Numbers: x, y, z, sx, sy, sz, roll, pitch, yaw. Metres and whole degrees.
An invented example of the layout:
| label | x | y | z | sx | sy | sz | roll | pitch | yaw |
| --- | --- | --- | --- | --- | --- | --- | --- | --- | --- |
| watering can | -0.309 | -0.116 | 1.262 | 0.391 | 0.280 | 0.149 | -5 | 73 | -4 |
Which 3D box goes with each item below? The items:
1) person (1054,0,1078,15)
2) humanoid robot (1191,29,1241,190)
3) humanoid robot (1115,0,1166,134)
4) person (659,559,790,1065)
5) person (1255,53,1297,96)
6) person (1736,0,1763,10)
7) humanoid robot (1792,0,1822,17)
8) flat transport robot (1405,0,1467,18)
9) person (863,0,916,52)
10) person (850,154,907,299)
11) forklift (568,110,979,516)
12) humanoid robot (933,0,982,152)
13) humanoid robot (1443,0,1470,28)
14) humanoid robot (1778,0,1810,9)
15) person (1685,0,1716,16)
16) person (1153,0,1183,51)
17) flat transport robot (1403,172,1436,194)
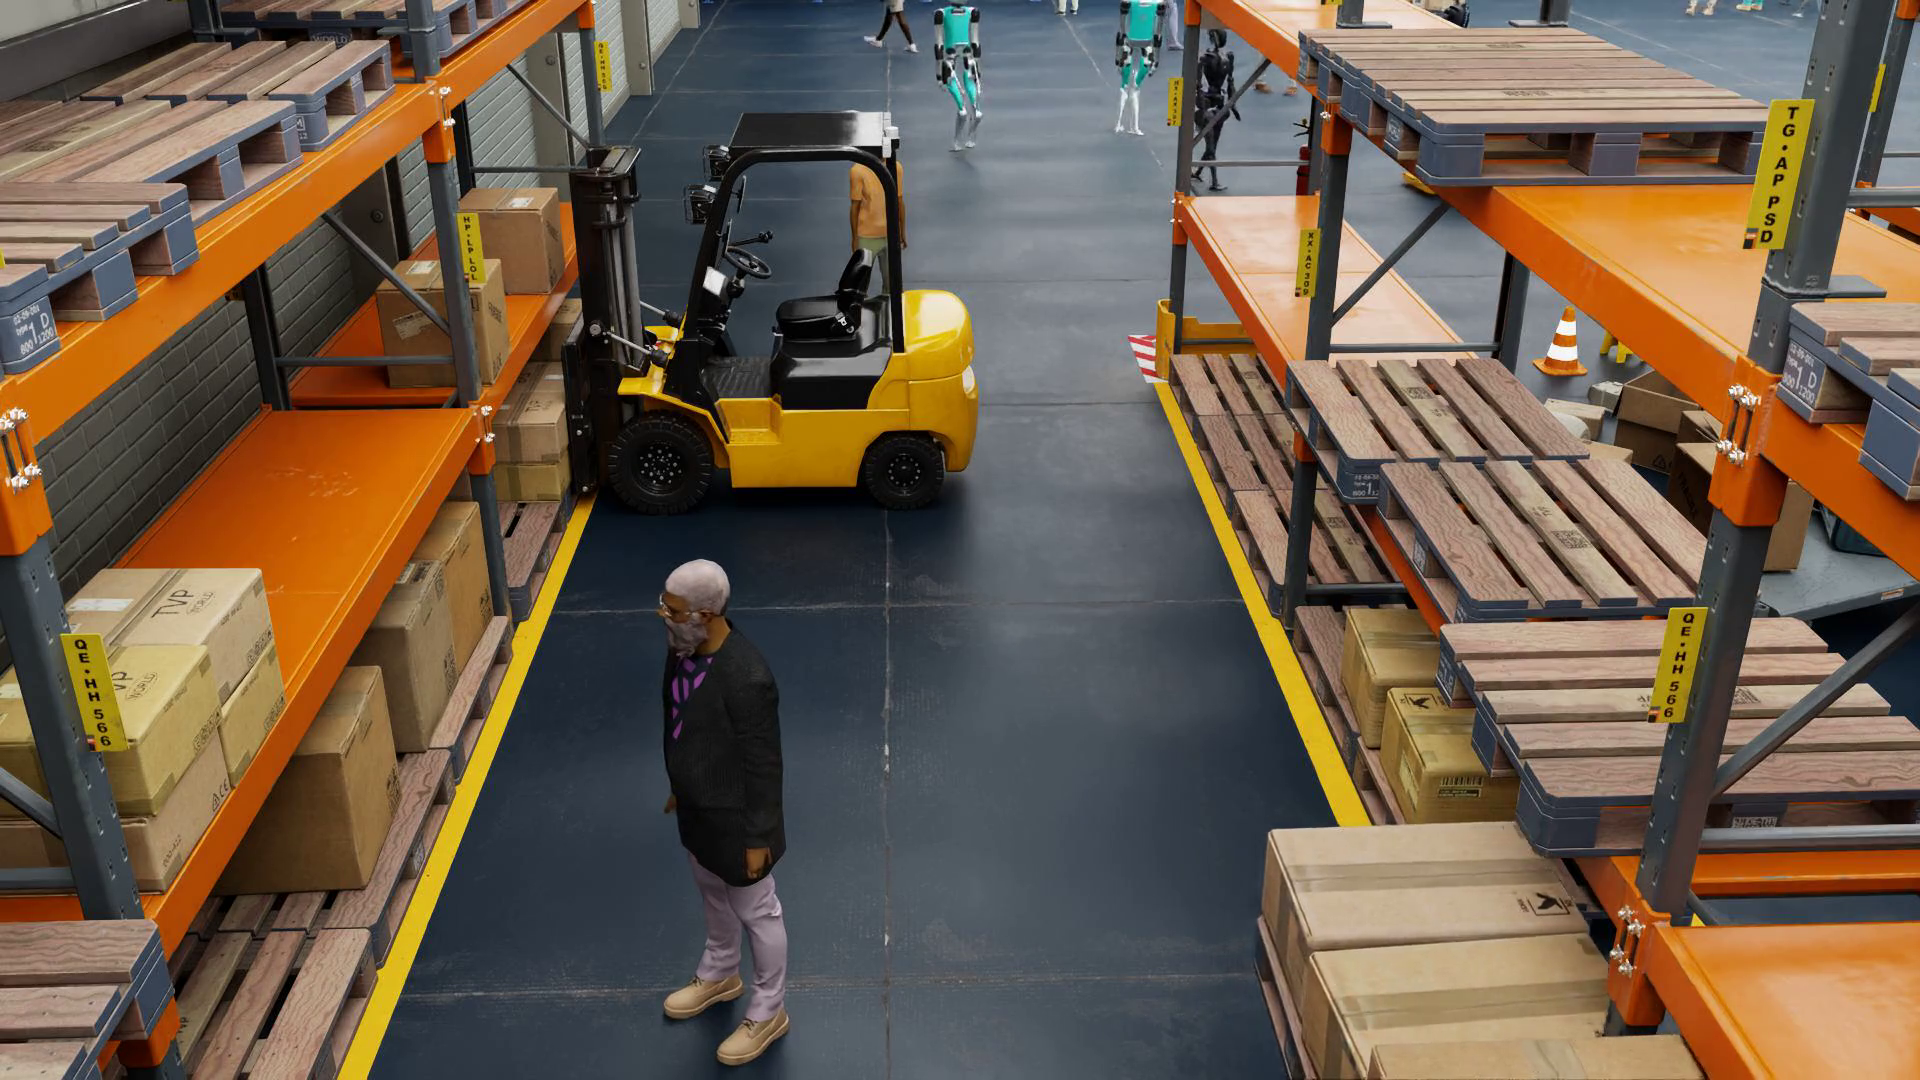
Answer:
| label | x | y | z | sx | sy | sz | roll | pitch | yaw |
| --- | --- | --- | --- | --- | --- | --- | --- | --- | --- |
| person | 1.859 | -9.974 | 28.685 | 0.561 | 1.752 | 0.322 | -12 | 28 | -24 |
| humanoid robot | 2.634 | -4.456 | 17.129 | 0.601 | 1.644 | 0.691 | -19 | 31 | -35 |
| humanoid robot | 2.076 | -5.655 | 19.567 | 0.555 | 1.780 | 0.775 | 0 | 25 | -1 |
| person | -0.782 | 0.894 | 5.553 | 0.412 | 1.856 | 0.532 | -20 | 32 | -35 |
| person | 4.201 | -6.838 | 21.878 | 0.695 | 1.917 | 0.407 | 6 | 26 | 12 |
| person | 14.034 | -10.289 | 29.174 | 0.488 | 1.911 | 0.372 | -5 | 26 | -11 |
| humanoid robot | 14.537 | -9.679 | 28.181 | 0.548 | 1.859 | 0.855 | -8 | 26 | -17 |
| flat transport robot | 7.446 | -8.391 | 27.073 | 0.659 | 0.231 | 1.431 | 16 | 30 | 31 |
| person | -1.036 | -8.324 | 25.101 | 0.990 | 1.829 | 0.607 | 15 | 29 | 29 |
| person | -0.598 | -2.254 | 12.392 | 0.438 | 1.710 | 0.390 | -12 | 28 | -23 |
| forklift | -1.043 | -1.379 | 9.976 | 2.313 | 2.155 | 1.214 | -1 | 25 | -2 |
| humanoid robot | 0.047 | -5.105 | 18.366 | 0.530 | 1.755 | 0.788 | -8 | 26 | -16 |
| humanoid robot | 5.966 | -5.887 | 20.121 | 0.608 | 1.649 | 0.323 | -22 | 33 | -38 |
| humanoid robot | 14.951 | -10.277 | 29.476 | 0.600 | 1.635 | 0.653 | -16 | 30 | -30 |
| person | 12.840 | -9.894 | 28.414 | 0.523 | 1.844 | 0.963 | 18 | 31 | 33 |
| person | 3.039 | -8.307 | 25.092 | 0.839 | 1.807 | 0.592 | -2 | 25 | -5 |
| flat transport robot | 5.429 | -3.781 | 17.311 | 1.431 | 0.231 | 0.659 | -4 | 26 | -8 |
